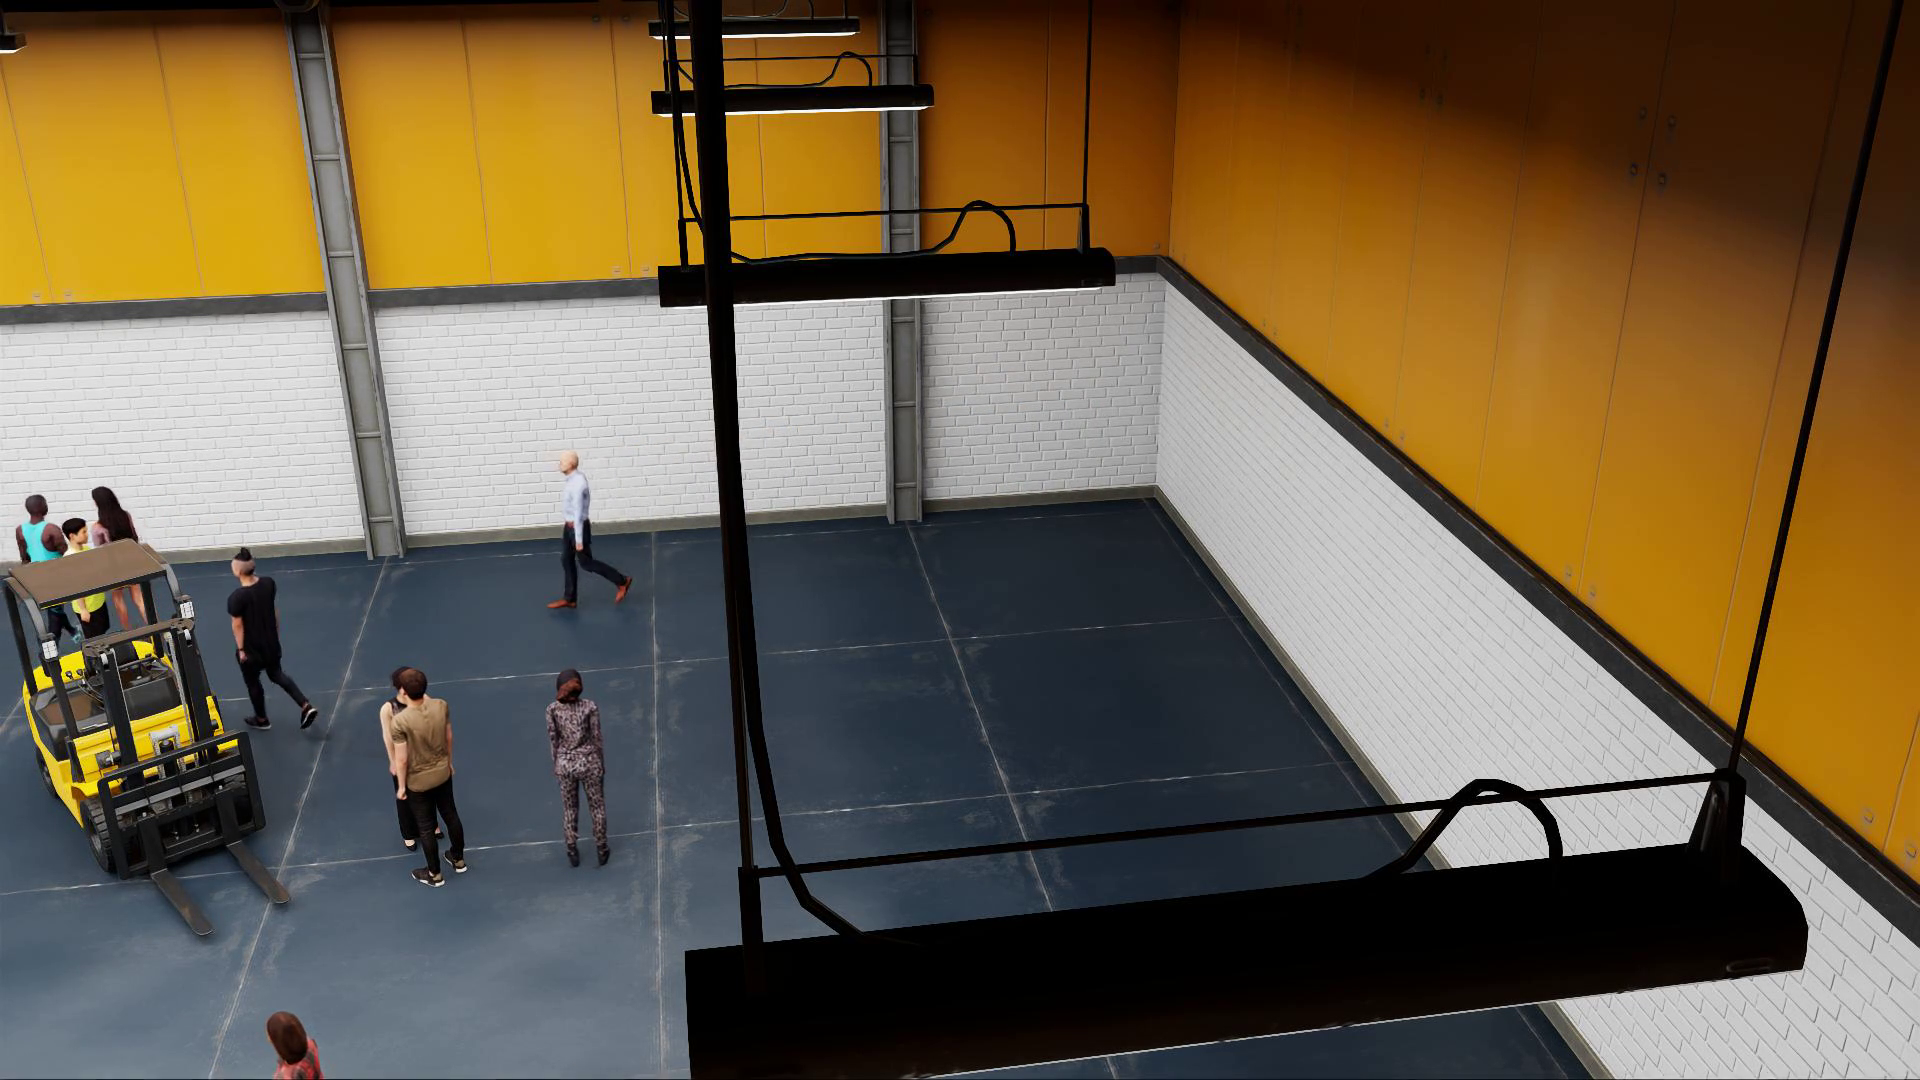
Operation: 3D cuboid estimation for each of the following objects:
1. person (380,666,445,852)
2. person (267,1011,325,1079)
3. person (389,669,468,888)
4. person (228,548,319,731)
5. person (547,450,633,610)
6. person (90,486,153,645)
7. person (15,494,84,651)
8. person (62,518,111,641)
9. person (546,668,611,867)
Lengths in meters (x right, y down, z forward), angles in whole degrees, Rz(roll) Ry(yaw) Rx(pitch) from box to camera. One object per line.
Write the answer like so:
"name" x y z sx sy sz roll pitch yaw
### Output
"person" -4.445 1.739 13.482 0.623 1.607 0.718 -22 32 -40
"person" -3.741 3.401 9.565 0.568 1.699 0.628 -2 24 -5
"person" -4.146 1.832 12.961 0.805 1.852 0.729 18 29 35
"person" -6.269 0.926 15.040 1.157 1.847 1.035 11 26 23
"person" -3.924 -0.084 17.454 1.171 1.765 0.772 -8 25 -17
"person" -8.247 0.318 16.503 0.981 1.790 0.914 14 27 28
"person" -8.900 0.471 16.178 1.159 1.771 0.880 2 24 4
"person" -8.389 0.581 16.004 0.503 1.708 0.618 -4 24 -9
"person" -3.028 1.799 13.212 0.515 1.712 0.642 -2 24 -4
